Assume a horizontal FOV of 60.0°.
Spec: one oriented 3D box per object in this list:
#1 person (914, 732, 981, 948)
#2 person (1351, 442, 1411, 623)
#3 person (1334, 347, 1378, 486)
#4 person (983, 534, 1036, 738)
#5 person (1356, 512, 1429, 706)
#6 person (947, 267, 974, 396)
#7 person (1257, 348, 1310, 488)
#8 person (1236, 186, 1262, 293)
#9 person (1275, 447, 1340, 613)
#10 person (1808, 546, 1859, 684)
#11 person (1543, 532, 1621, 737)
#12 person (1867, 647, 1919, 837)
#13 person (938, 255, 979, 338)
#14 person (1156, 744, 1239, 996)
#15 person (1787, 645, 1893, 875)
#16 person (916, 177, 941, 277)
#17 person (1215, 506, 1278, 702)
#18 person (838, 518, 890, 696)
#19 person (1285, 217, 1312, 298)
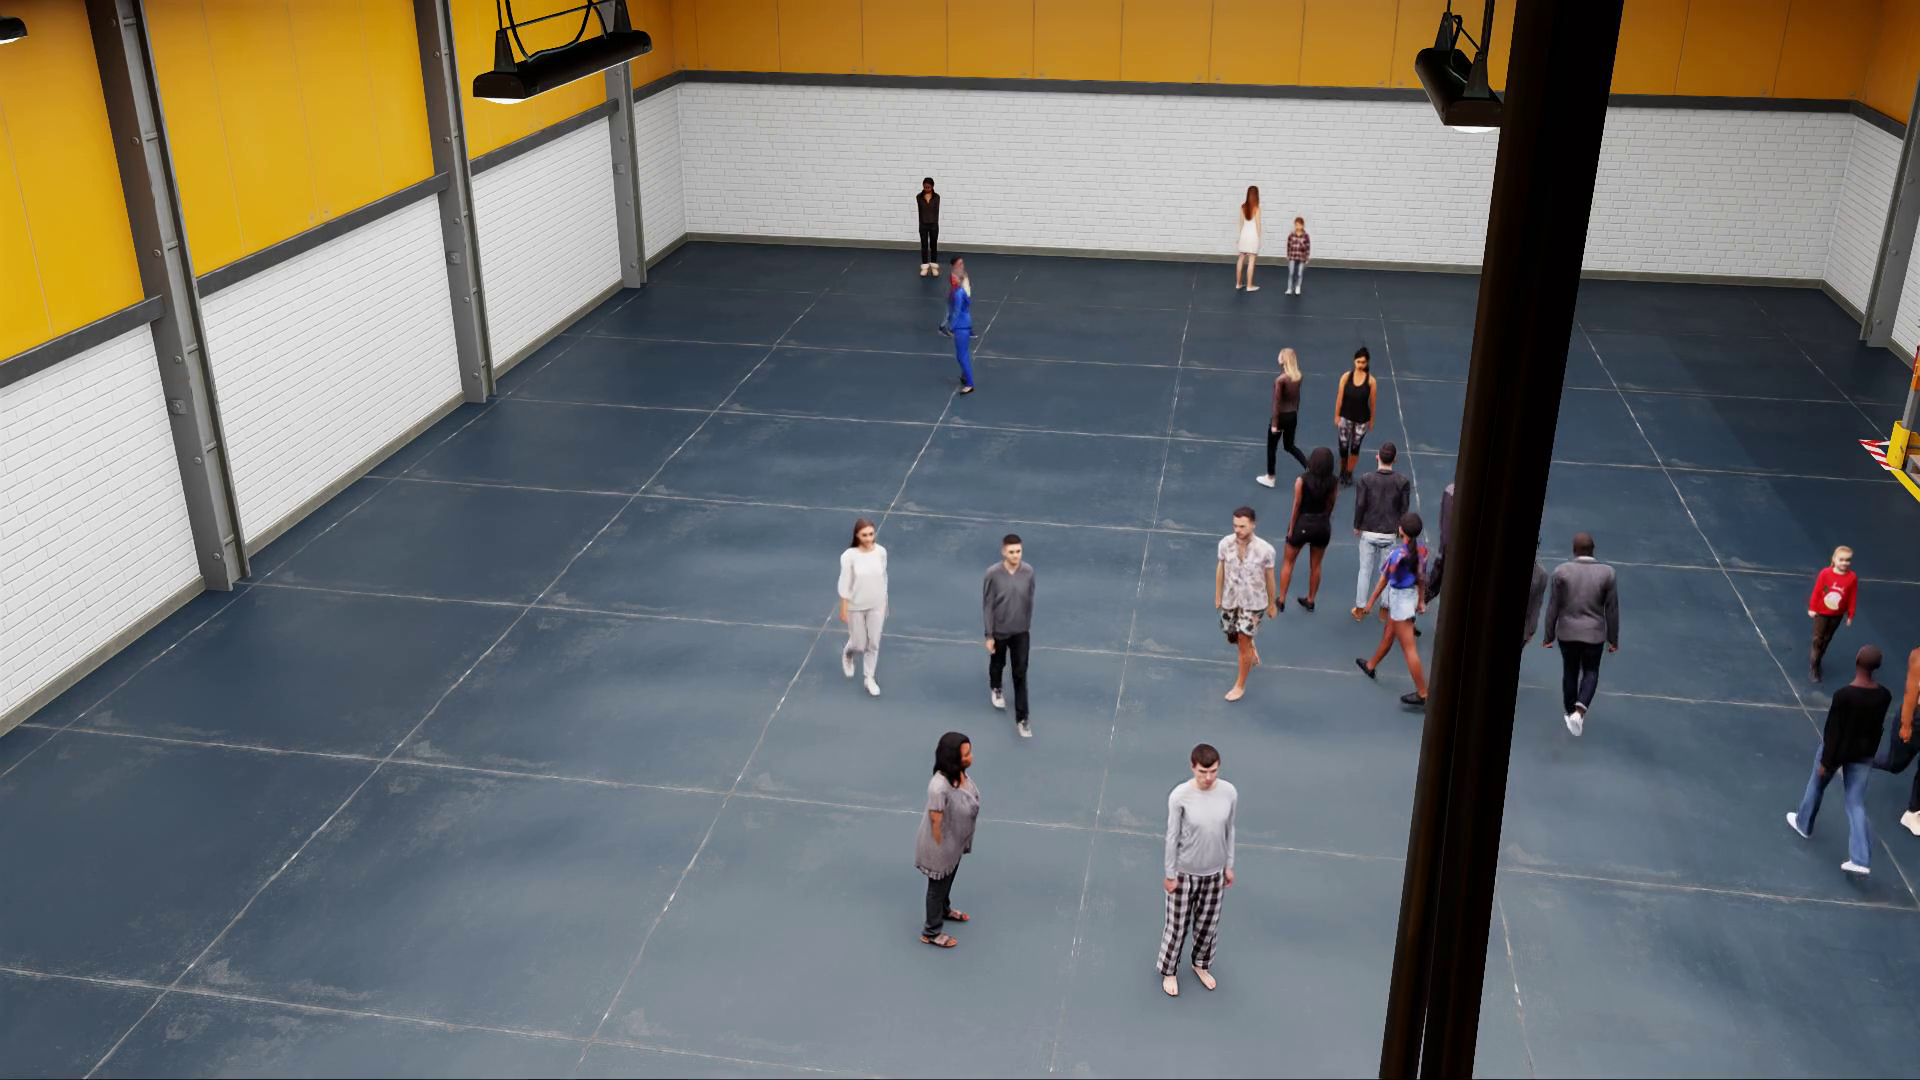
[{"bbox_3d":[-0.110,2.033,11.476,0.707,1.604,0.613,6,24,13],"label":"person"},{"bbox_3d":[4.038,-0.073,16.003,0.663,1.836,0.554,3,24,6],"label":"person"},{"bbox_3d":[4.605,-1.456,19.394,0.615,1.654,0.571,6,24,13],"label":"person"},{"bbox_3d":[0.382,0.753,14.269,0.927,1.713,1.239,-5,24,-11],"label":"person"},{"bbox_3d":[3.944,0.637,14.557,1.186,1.694,1.202,-19,30,-37],"label":"person"},{"bbox_3d":[0.048,-2.888,22.638,1.055,1.681,0.604,6,24,13],"label":"person"},{"bbox_3d":[3.805,-1.356,19.130,1.021,1.684,1.020,-21,31,-39],"label":"person"},{"bbox_3d":[4.757,-4.970,27.366,0.687,1.709,0.646,-20,31,-39],"label":"person"},{"bbox_3d":[3.441,-0.062,16.110,0.724,1.731,0.712,-5,24,-12],"label":"person"},{"bbox_3d":[7.885,0.630,15.106,0.504,1.267,0.748,4,24,10],"label":"person"},{"bbox_3d":[5.202,0.847,13.966,0.878,1.782,0.952,12,26,26],"label":"person"},{"bbox_3d":[7.337,1.359,12.789,0.804,1.786,1.108,-3,24,-6],"label":"person"},{"bbox_3d":[-0.095,-3.642,24.909,0.770,1.243,0.873,14,27,29],"label":"person"},{"bbox_3d":[1.562,2.142,10.924,0.703,1.847,0.674,-5,24,-11],"label":"person"},{"bbox_3d":[6.586,1.647,12.235,0.770,1.704,1.218,-1,24,-3],"label":"person"},{"bbox_3d":[-0.534,-5.356,28.308,0.622,1.661,0.676,0,24,1],"label":"person"},{"bbox_3d":[2.562,0.501,14.763,0.968,1.778,1.152,12,26,26],"label":"person"},{"bbox_3d":[-0.876,0.544,14.790,0.833,1.677,0.905,-12,26,-25],"label":"person"},{"bbox_3d":[5.523,-4.617,27.097,0.617,1.277,0.874,7,25,16],"label":"person"}]
